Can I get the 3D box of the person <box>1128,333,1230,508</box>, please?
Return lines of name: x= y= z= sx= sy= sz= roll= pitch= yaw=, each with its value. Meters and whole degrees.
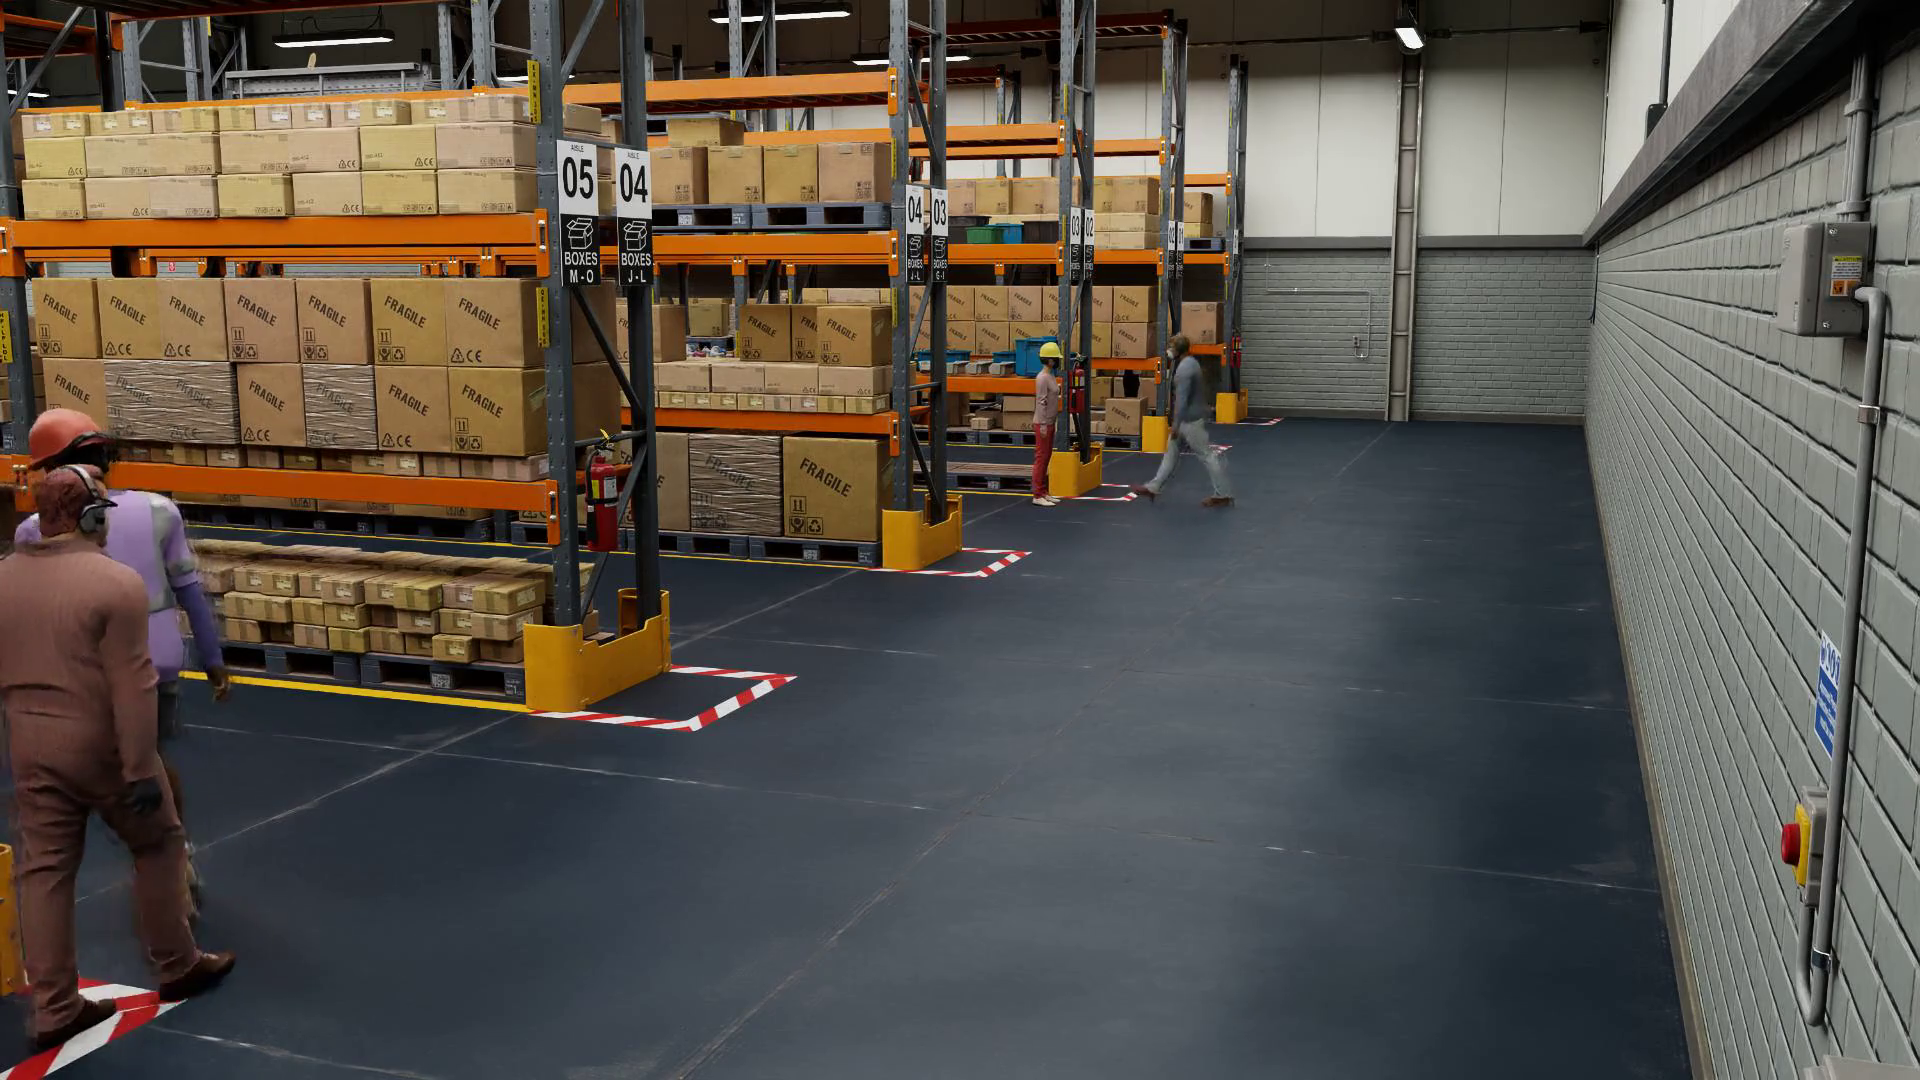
person: x=2.389 y=-1.268 z=17.758 sx=1.119 sy=1.864 sz=0.652 roll=2 pitch=9 yaw=10

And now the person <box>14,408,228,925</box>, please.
person: x=-3.220 y=0.494 z=6.368 sx=0.655 sy=1.996 sz=0.690 roll=6 pitch=11 yaw=34

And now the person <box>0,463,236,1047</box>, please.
person: x=-2.841 y=0.677 z=5.578 sx=0.680 sy=1.876 sz=0.813 roll=3 pitch=9 yaw=15

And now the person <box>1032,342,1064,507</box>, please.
person: x=0.959 y=-1.251 z=17.983 sx=0.325 sy=1.767 sz=0.533 roll=2 pitch=9 yaw=14

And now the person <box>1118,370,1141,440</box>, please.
person: x=2.587 y=-2.462 z=25.066 sx=0.384 sy=1.918 sz=0.596 roll=2 pitch=9 yaw=15
